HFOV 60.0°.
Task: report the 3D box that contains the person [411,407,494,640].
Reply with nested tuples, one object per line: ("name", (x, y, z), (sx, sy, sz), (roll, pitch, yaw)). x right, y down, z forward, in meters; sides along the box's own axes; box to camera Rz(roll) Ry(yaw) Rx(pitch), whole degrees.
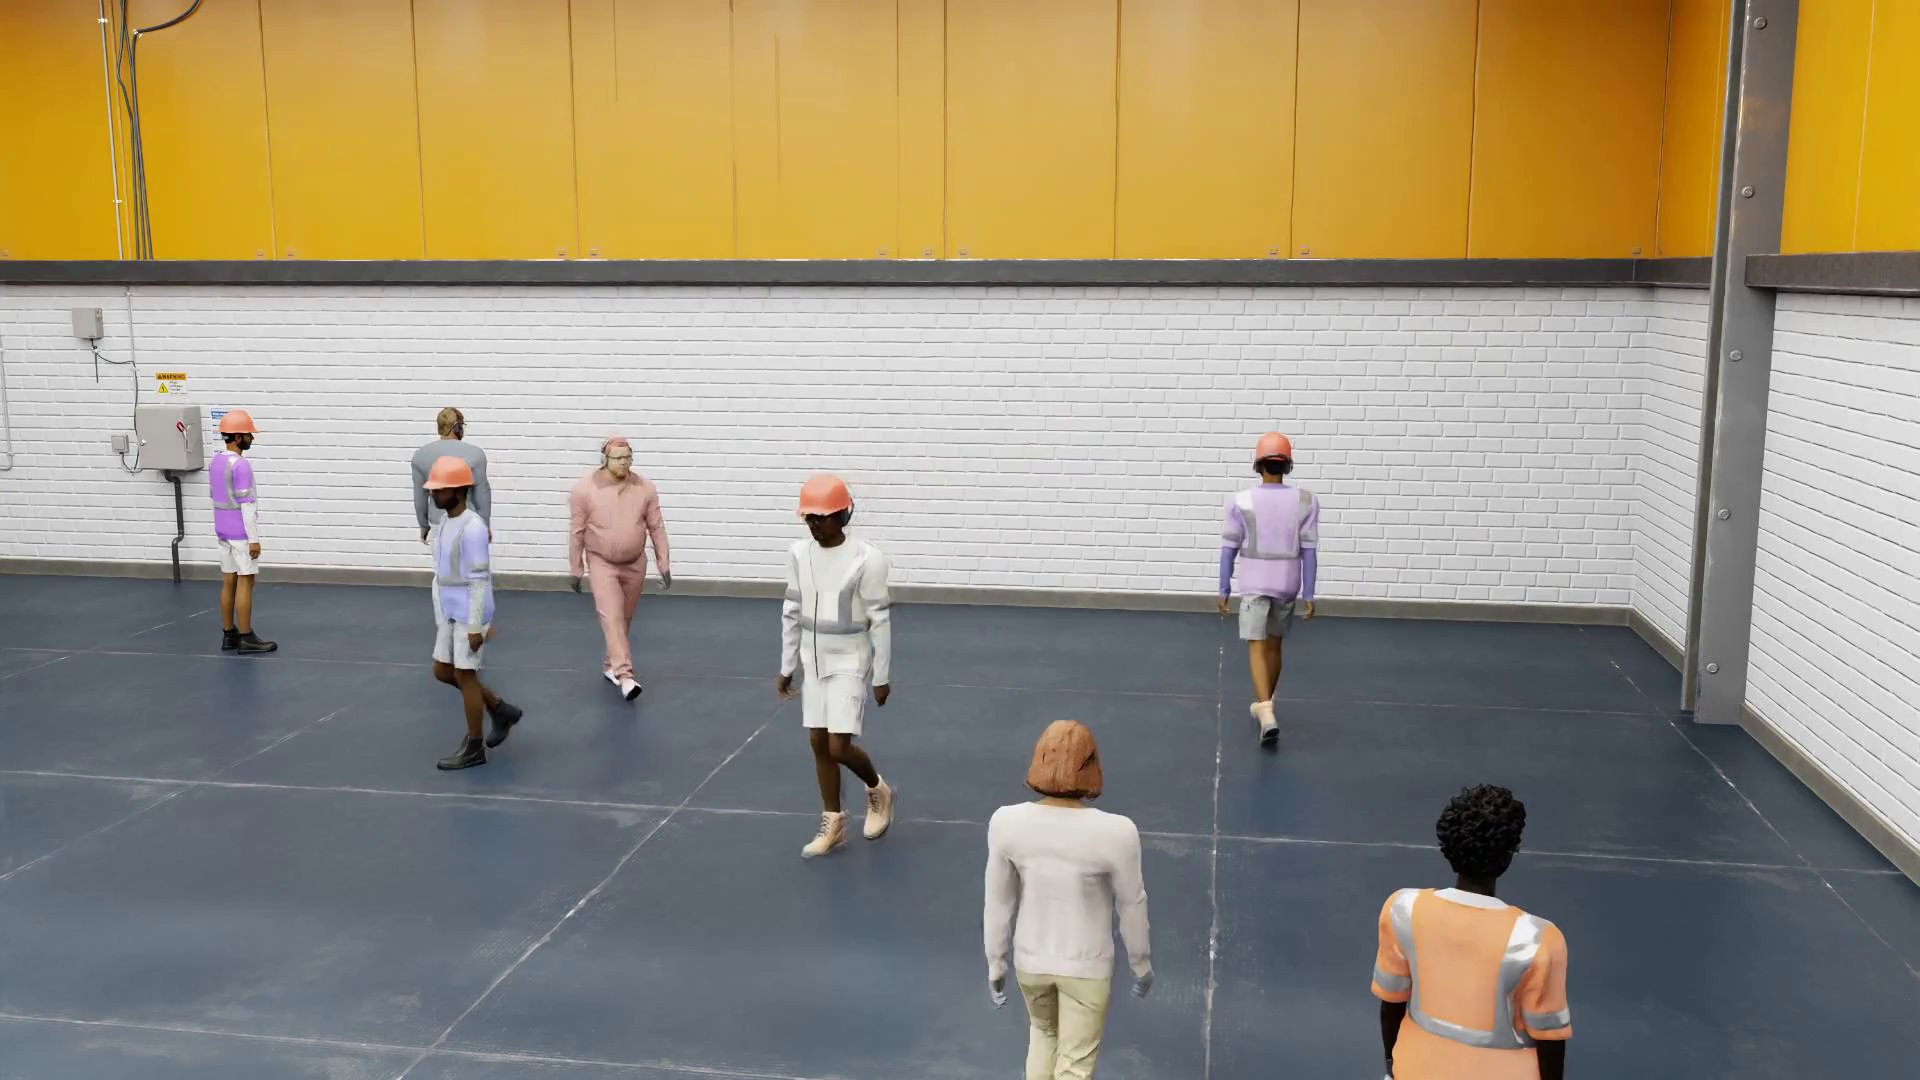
("person", (-4.110, -0.113, 13.522), (0.627, 1.936, 0.373), (1, 9, 4))

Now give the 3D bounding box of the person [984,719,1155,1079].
("person", (0.366, 1.365, 5.395), (0.507, 1.616, 0.576), (4, 10, 25))

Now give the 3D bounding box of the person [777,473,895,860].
("person", (-0.640, 0.645, 8.582), (0.605, 2.020, 0.529), (7, 11, 36))

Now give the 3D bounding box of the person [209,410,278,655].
("person", (-5.706, -0.065, 13.215), (0.551, 1.935, 0.375), (8, 12, 41))

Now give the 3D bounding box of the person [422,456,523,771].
("person", (-2.994, 0.438, 10.141), (0.525, 1.925, 0.564), (-6, 11, -35))

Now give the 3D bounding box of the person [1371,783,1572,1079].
("person", (1.354, 1.480, 4.425), (0.530, 1.697, 0.321), (8, 12, 39))

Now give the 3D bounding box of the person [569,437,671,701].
("person", (-2.393, 0.195, 11.852), (0.677, 1.850, 0.996), (-6, 11, -32))

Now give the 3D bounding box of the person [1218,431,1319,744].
("person", (2.010, 0.297, 10.789), (0.621, 2.009, 0.983), (0, 9, -1))
